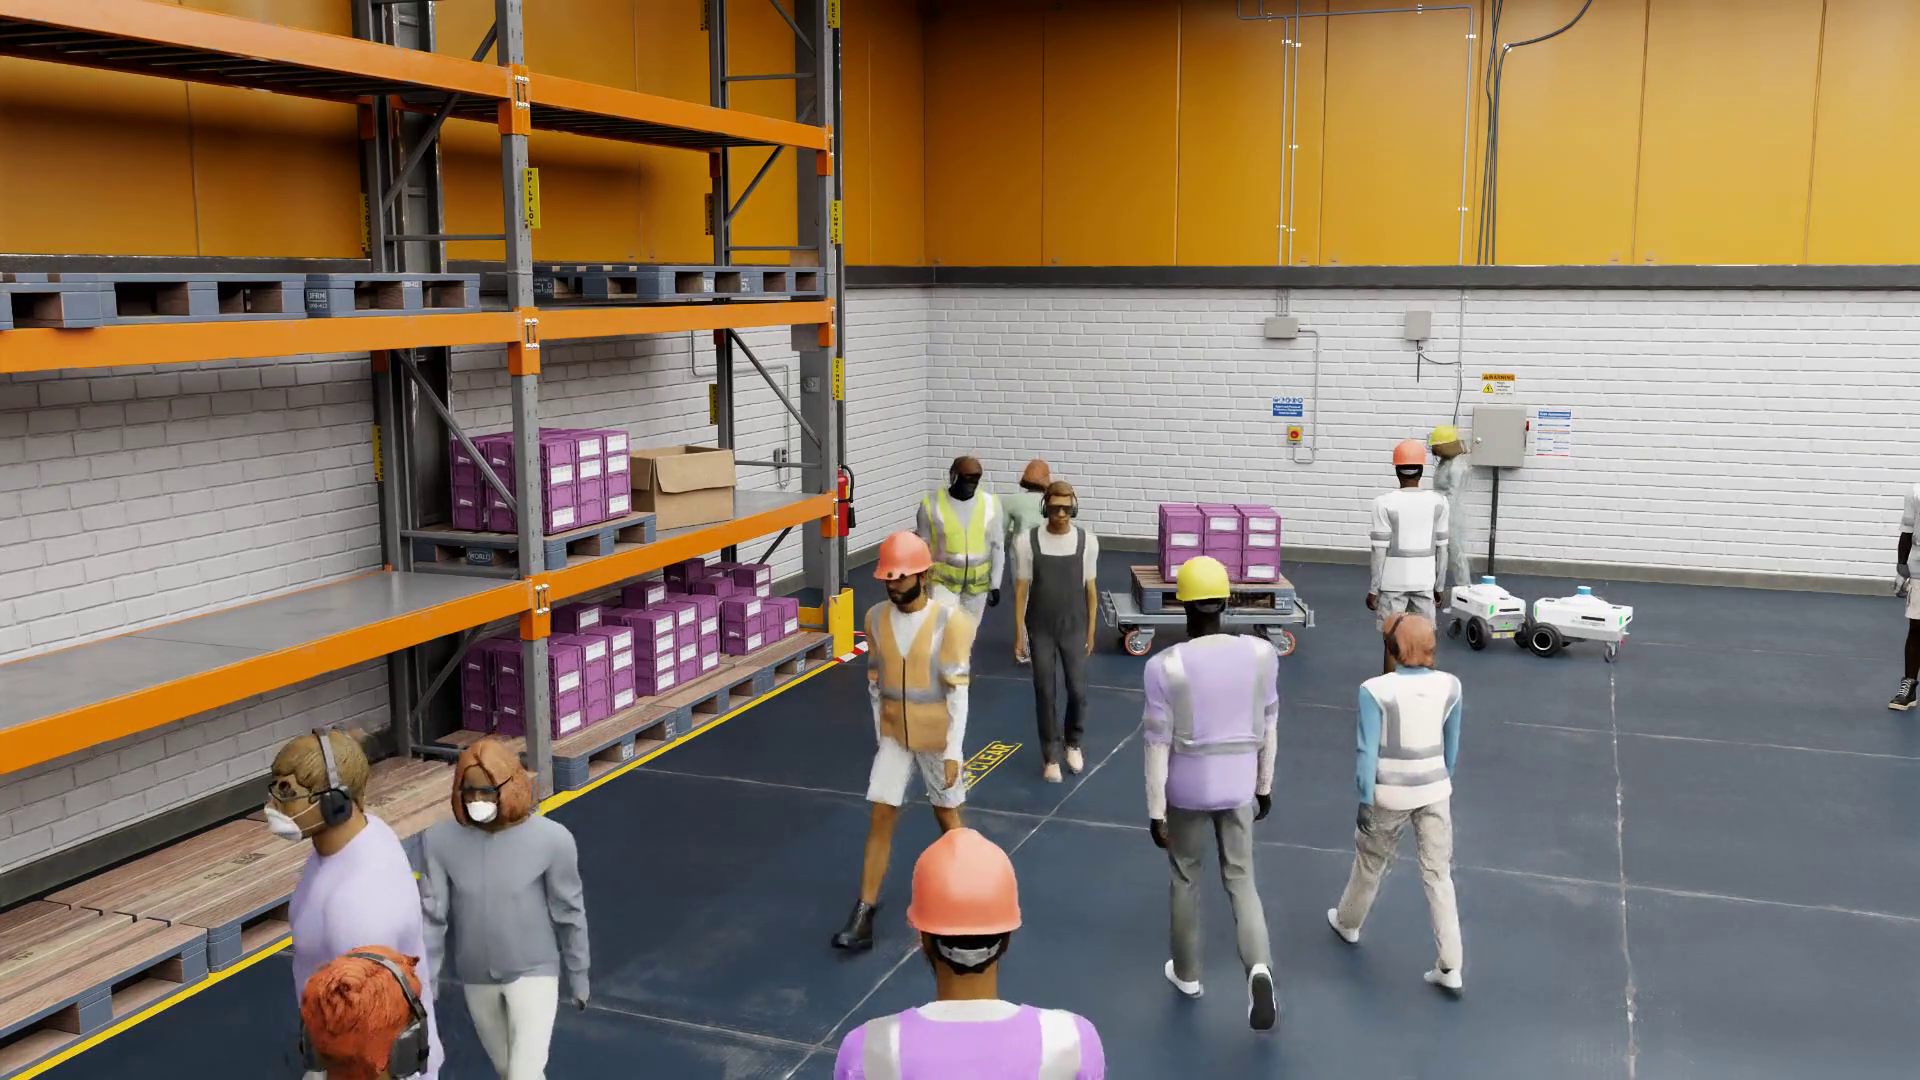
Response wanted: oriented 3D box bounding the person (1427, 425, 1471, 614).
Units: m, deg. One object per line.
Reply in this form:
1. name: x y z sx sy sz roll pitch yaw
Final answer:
1. person: 4.235 -0.169 14.806 0.818 1.698 0.501 0 9 -1

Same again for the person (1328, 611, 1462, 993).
1. person: 1.935 1.098 7.228 0.539 1.590 0.880 -2 9 -14

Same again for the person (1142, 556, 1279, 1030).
1. person: 1.036 1.017 6.764 0.608 1.906 0.755 -2 9 -11

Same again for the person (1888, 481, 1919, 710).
1. person: 6.779 0.235 11.472 0.606 1.966 0.367 8 12 41

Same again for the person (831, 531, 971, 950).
1. person: -0.231 0.910 7.477 0.568 1.891 0.957 4 10 25

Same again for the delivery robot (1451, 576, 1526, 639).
1. delivery robot: 4.345 0.538 13.695 0.477 0.478 0.707 -2 9 -11

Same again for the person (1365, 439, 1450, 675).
1. person: 3.008 0.287 11.246 0.552 1.933 0.368 -1 9 -8

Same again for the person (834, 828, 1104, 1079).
1. person: 0.028 1.532 3.486 0.560 1.908 0.747 0 9 2

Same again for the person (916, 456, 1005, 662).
1. person: -0.021 0.287 11.735 0.637 1.806 0.877 -2 9 -13

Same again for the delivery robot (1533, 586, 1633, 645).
1. delivery robot: 4.953 0.613 13.223 0.707 0.478 0.477 6 11 34

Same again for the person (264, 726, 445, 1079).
1. person: -1.634 1.415 4.245 0.954 1.900 0.648 -4 10 -26

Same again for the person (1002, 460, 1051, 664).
1. person: 0.528 0.162 13.149 0.596 1.571 0.872 0 9 3

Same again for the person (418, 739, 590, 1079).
1. person: -1.451 1.419 5.177 0.499 1.597 0.828 1 9 9

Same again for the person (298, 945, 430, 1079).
1. person: -1.088 1.636 3.117 0.598 1.820 1.031 1 9 6

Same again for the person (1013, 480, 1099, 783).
1. person: 0.567 0.553 9.926 0.515 1.831 0.395 0 9 0
